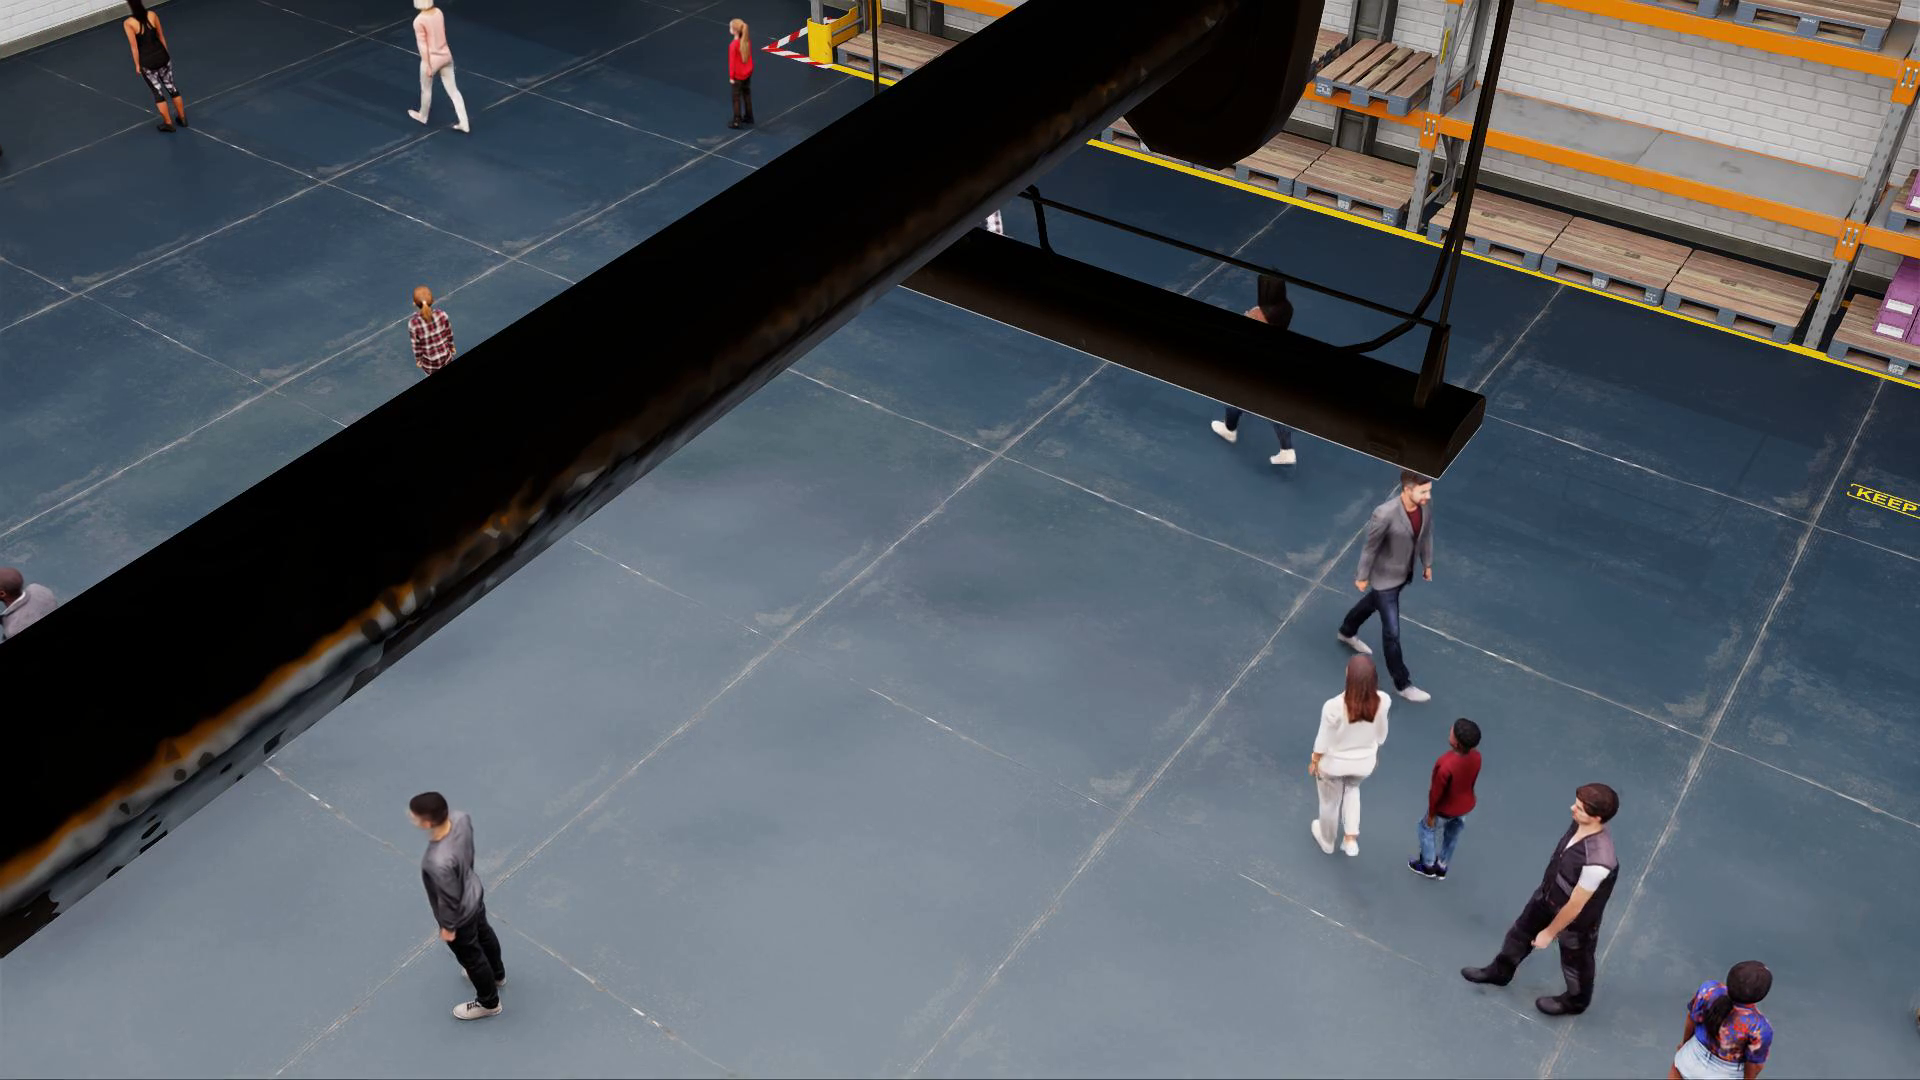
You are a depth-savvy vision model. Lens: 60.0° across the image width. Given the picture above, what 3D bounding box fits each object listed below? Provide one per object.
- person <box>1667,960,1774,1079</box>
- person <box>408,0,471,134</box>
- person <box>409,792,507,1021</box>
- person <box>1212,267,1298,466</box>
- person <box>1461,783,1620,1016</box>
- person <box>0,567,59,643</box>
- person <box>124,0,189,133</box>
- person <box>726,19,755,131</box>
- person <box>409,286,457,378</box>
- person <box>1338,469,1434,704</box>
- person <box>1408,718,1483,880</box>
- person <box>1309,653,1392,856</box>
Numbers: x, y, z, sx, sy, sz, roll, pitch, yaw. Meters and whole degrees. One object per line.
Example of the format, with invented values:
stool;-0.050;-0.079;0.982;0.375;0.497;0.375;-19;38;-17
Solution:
person;3.877;2.743;8.601;0.708;1.743;0.559;-25;45;-28
person;-5.875;-5.425;18.870;1.028;1.692;0.642;20;43;23
person;-2.839;2.054;9.446;0.725;1.766;0.702;0;39;1
person;2.552;-1.391;13.757;0.958;1.770;1.271;-21;43;-25
person;3.560;2.071;9.377;1.078;1.825;0.956;0;39;0
person;-5.912;0.894;10.857;0.822;1.817;0.792;-3;39;-4
person;-9.201;-5.487;18.963;0.492;1.674;0.573;23;44;26
person;-2.498;-5.376;19.141;0.551;1.278;0.508;21;43;25
person;-4.542;-1.616;14.410;0.588;1.306;0.603;-26;45;-29
person;2.983;0.202;11.727;0.957;1.814;1.274;-25;45;-28
person;3.097;1.672;10.343;0.605;1.243;0.632;-19;42;-22
person;2.434;1.401;10.329;0.785;1.684;0.844;-8;39;-10
